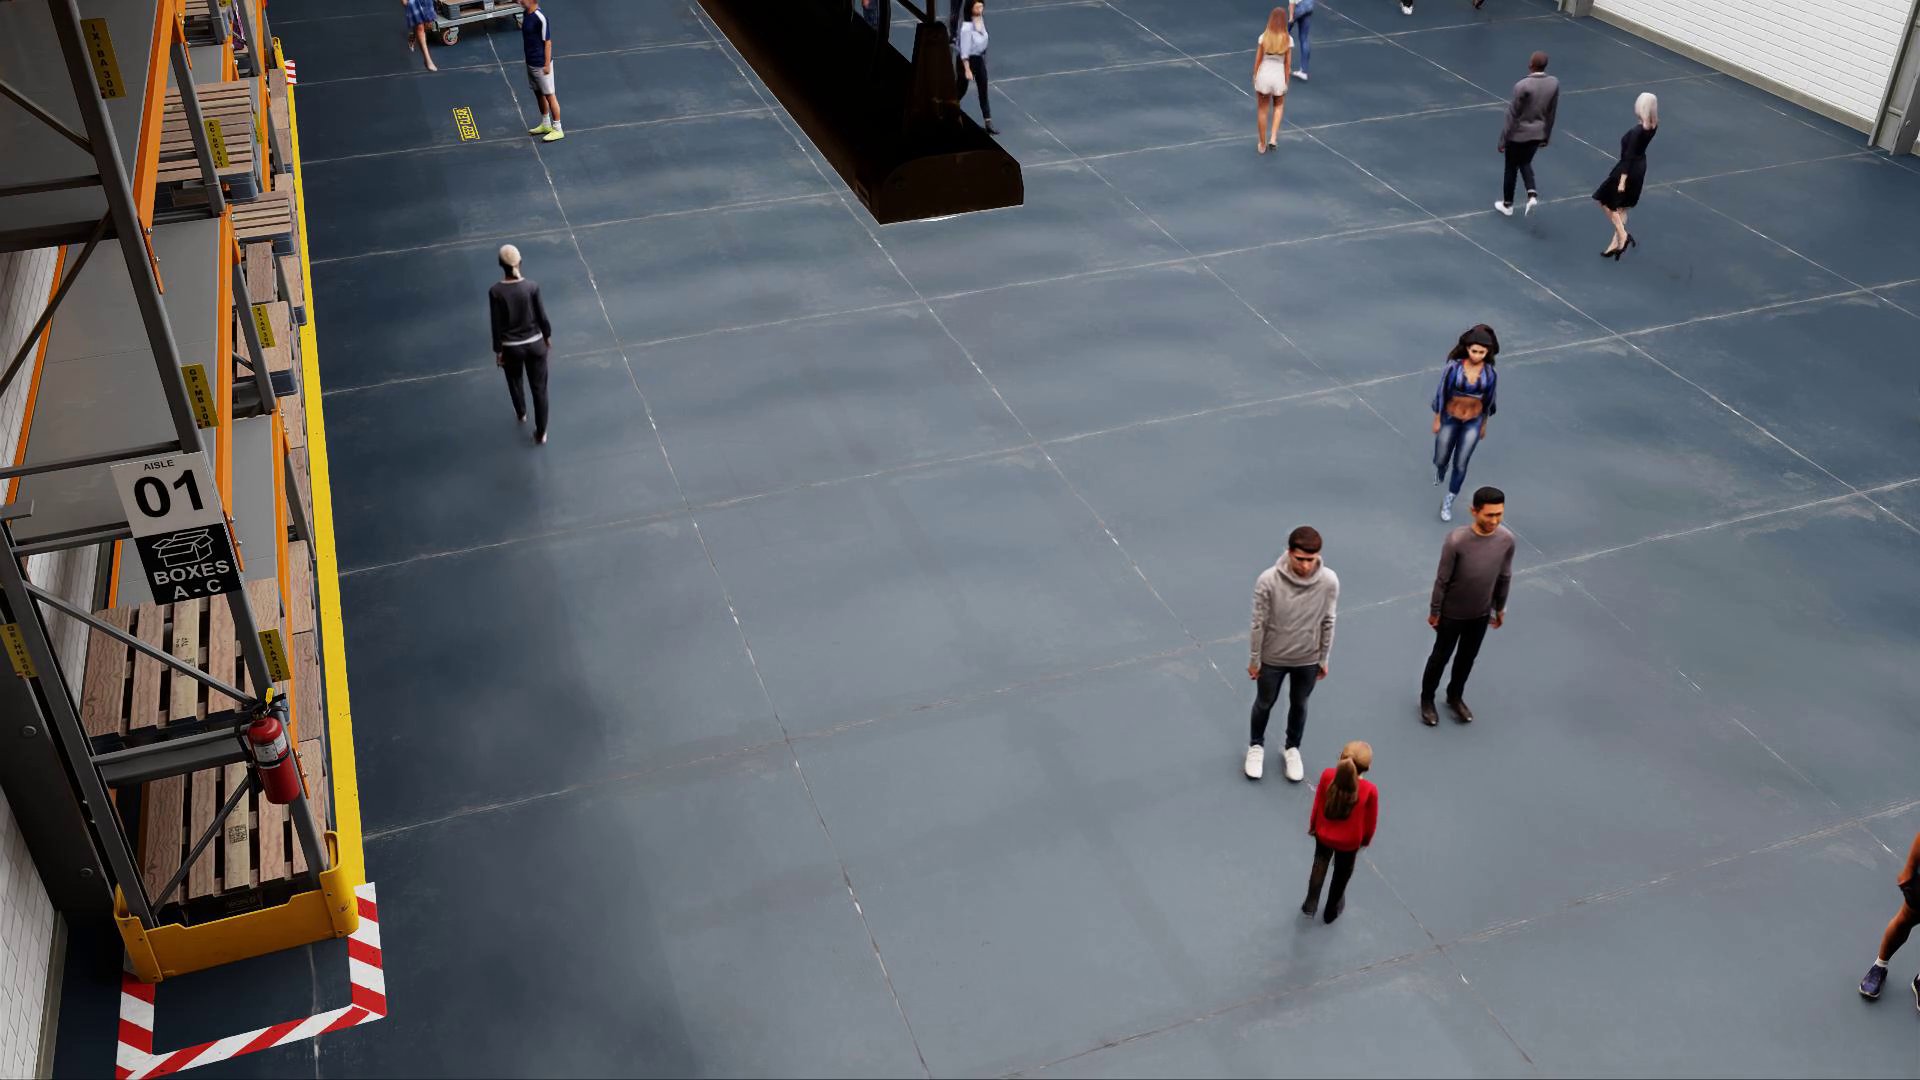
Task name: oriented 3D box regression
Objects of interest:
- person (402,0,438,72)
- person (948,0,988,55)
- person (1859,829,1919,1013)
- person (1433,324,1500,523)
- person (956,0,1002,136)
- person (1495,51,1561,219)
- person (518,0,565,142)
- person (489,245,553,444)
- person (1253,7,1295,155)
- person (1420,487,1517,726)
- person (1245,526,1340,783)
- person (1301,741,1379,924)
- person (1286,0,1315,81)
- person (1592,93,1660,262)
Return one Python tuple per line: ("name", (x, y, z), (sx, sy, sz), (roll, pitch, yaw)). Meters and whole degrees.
("person", (-7.216, -7.121, 21.968), (1.035, 1.789, 0.908), (24, 40, 31))
("person", (0.134, -7.412, 22.481), (0.729, 1.706, 1.174), (-17, 37, -24))
("person", (5.164, 1.740, 8.650), (0.672, 1.775, 0.741), (16, 37, 22))
("person", (3.853, -0.931, 12.819), (0.809, 1.608, 0.884), (7, 34, 11))
("person", (0.056, -5.681, 19.893), (1.150, 1.689, 1.027), (17, 37, 23))
("person", (6.039, -4.251, 17.636), (0.787, 1.806, 0.900), (-7, 34, -11))
("person", (-5.005, -5.693, 19.775), (0.771, 1.839, 0.627), (-26, 42, -34))
("person", (-3.593, -1.576, 13.702), (0.656, 1.705, 0.869), (-10, 35, -15))
("person", (3.613, -5.308, 19.335), (0.683, 1.685, 0.722), (5, 34, 7))
("person", (3.246, 0.414, 10.653), (0.607, 1.766, 0.690), (-11, 35, -16))
("person", (2.027, 0.677, 10.179), (0.733, 1.853, 0.704), (0, 34, 0))
("person", (2.085, 1.655, 9.231), (0.643, 1.274, 0.701), (16, 37, 23))
("person", (4.480, -6.831, 21.627), (0.736, 1.684, 1.050), (-18, 37, -24))
("person", (6.808, -3.617, 16.749), (0.841, 1.731, 0.780), (25, 41, 33))
